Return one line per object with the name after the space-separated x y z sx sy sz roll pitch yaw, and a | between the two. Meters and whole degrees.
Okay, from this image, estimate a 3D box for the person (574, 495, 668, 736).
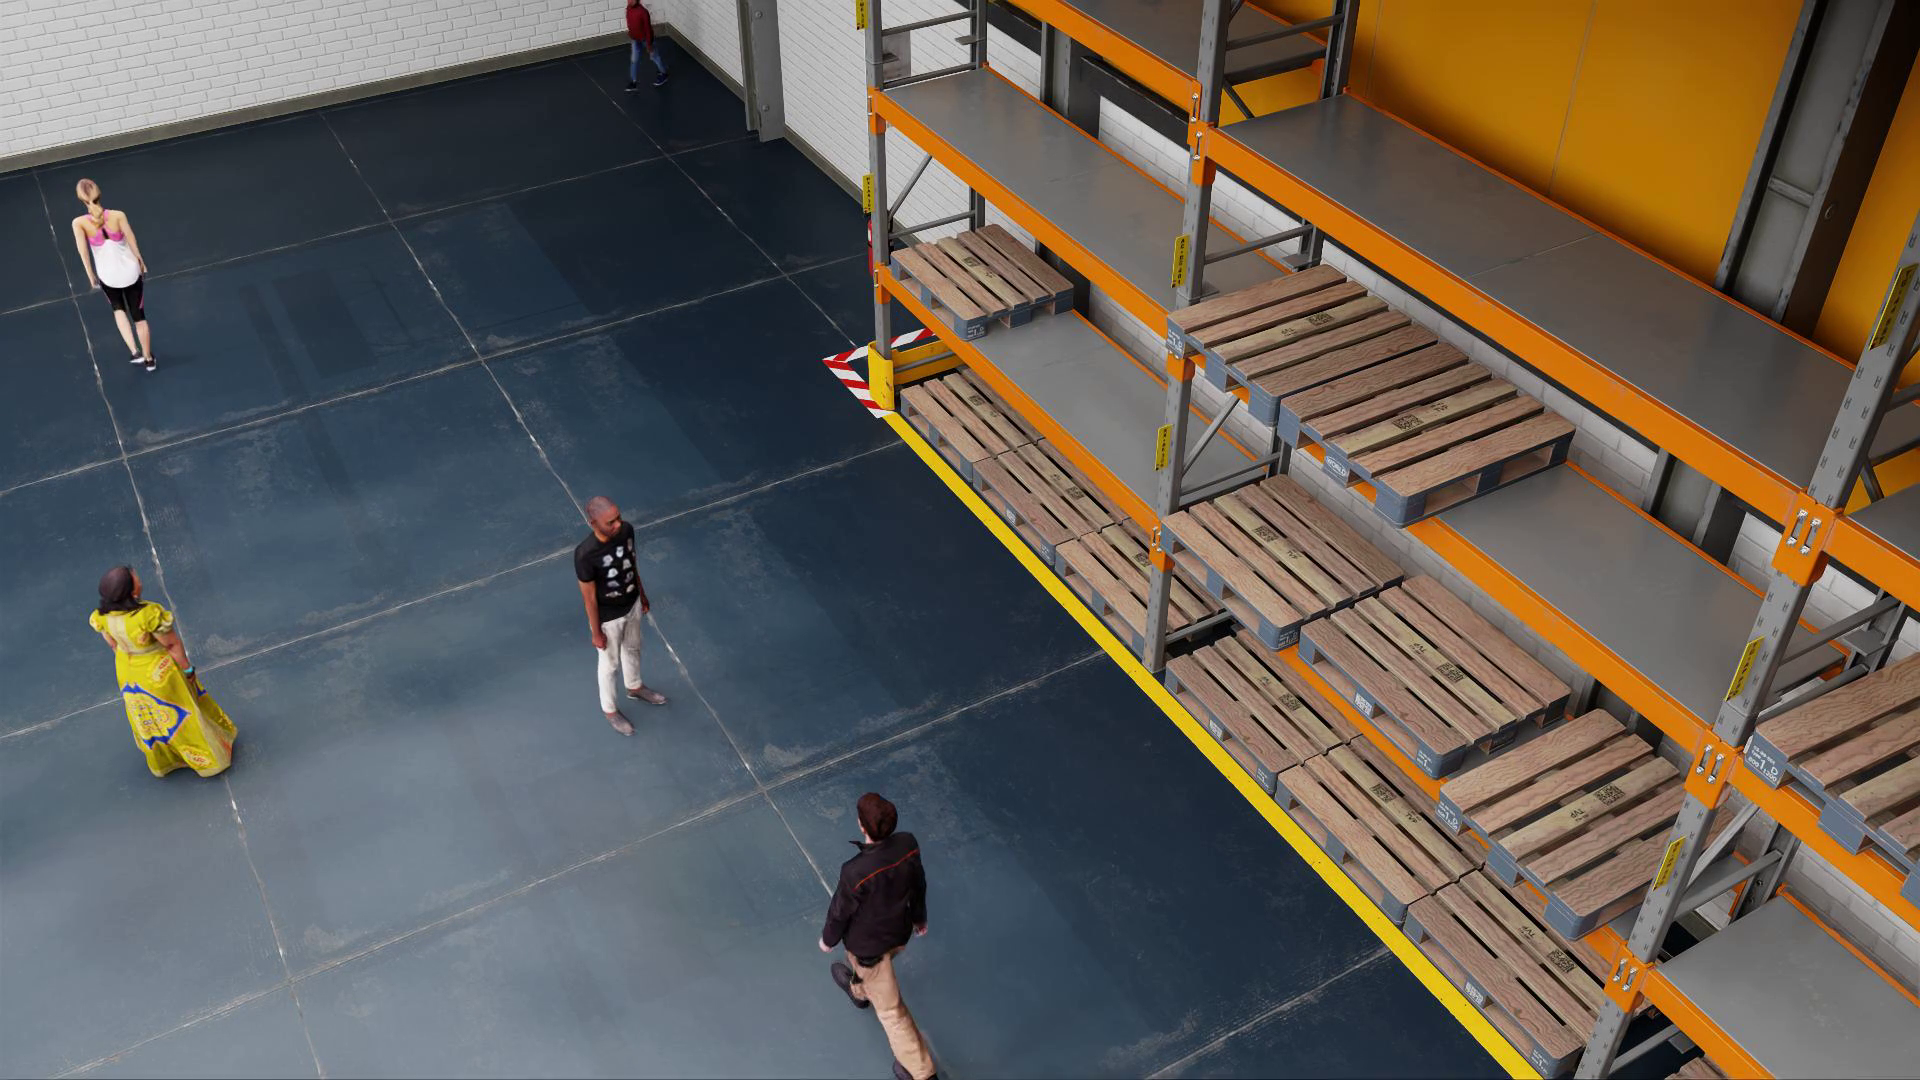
-2.247 0.444 10.828 0.755 1.804 0.755 21 43 24 | person

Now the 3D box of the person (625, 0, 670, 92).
-3.604 -5.787 19.094 0.898 1.225 0.846 24 45 27 | person

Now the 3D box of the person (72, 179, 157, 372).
-7.145 -2.206 14.169 0.625 1.775 0.605 -17 41 -20 | person

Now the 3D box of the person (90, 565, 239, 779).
-5.060 0.829 10.461 1.001 1.661 1.033 5 39 6 | person

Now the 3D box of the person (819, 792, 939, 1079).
-0.373 2.129 8.655 0.933 1.883 1.324 -32 48 -34 | person
